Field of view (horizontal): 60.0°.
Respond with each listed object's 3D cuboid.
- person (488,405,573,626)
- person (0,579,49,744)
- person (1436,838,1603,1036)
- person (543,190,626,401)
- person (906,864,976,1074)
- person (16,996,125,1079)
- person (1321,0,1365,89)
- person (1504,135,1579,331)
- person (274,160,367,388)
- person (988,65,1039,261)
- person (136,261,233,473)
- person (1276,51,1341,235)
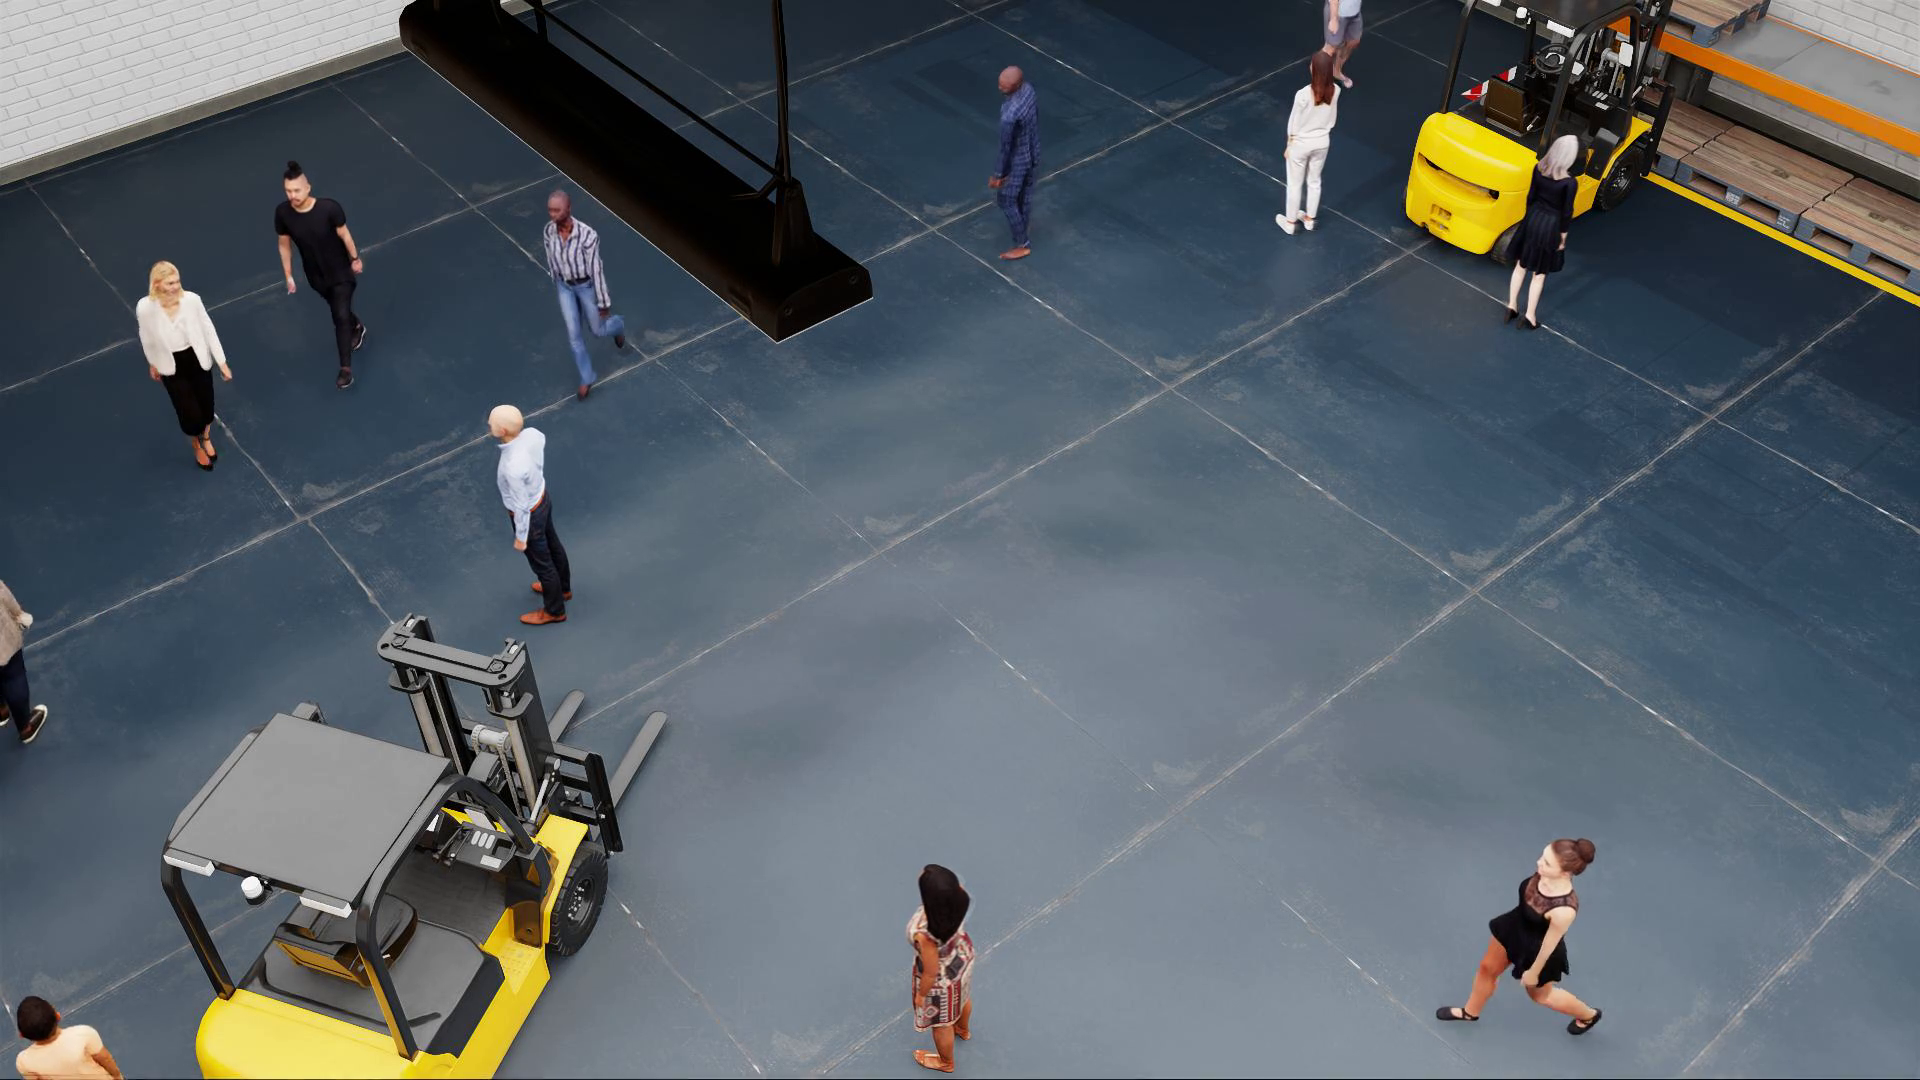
[{"bbox_3d":[-2.822,-0.172,10.936,0.789,1.791,0.724,2,44,3],"label":"person"},{"bbox_3d":[-6.020,0.576,10.088,0.816,1.880,0.867,0,44,0],"label":"person"},{"bbox_3d":[3.070,2.103,8.652,1.066,1.648,1.041,1,44,1],"label":"person"},{"bbox_3d":[-2.877,-1.943,12.805,0.992,1.777,1.002,10,45,11],"label":"person"},{"bbox_3d":[-0.090,2.198,8.556,0.675,1.644,0.720,19,47,19],"label":"person"},{"bbox_3d":[-4.265,2.744,8.130,0.535,1.441,0.946,-30,51,-28],"label":"person"},{"bbox_3d":[3.709,-5.177,16.188,0.681,1.794,0.770,34,53,30],"label":"person"},{"bbox_3d":[4.689,-2.474,13.385,0.671,1.747,0.521,-26,49,-25],"label":"person"},{"bbox_3d":[-4.947,-2.174,13.023,1.148,1.813,1.261,0,44,0],"label":"person"},{"bbox_3d":[0.517,-3.305,14.228,0.779,1.788,0.856,31,52,29],"label":"person"},{"bbox_3d":[-5.642,-1.257,12.055,0.695,1.819,0.707,-16,46,-16],"label":"person"},{"bbox_3d":[3.034,-3.447,14.449,0.646,1.688,0.617,-18,46,-18],"label":"person"}]
